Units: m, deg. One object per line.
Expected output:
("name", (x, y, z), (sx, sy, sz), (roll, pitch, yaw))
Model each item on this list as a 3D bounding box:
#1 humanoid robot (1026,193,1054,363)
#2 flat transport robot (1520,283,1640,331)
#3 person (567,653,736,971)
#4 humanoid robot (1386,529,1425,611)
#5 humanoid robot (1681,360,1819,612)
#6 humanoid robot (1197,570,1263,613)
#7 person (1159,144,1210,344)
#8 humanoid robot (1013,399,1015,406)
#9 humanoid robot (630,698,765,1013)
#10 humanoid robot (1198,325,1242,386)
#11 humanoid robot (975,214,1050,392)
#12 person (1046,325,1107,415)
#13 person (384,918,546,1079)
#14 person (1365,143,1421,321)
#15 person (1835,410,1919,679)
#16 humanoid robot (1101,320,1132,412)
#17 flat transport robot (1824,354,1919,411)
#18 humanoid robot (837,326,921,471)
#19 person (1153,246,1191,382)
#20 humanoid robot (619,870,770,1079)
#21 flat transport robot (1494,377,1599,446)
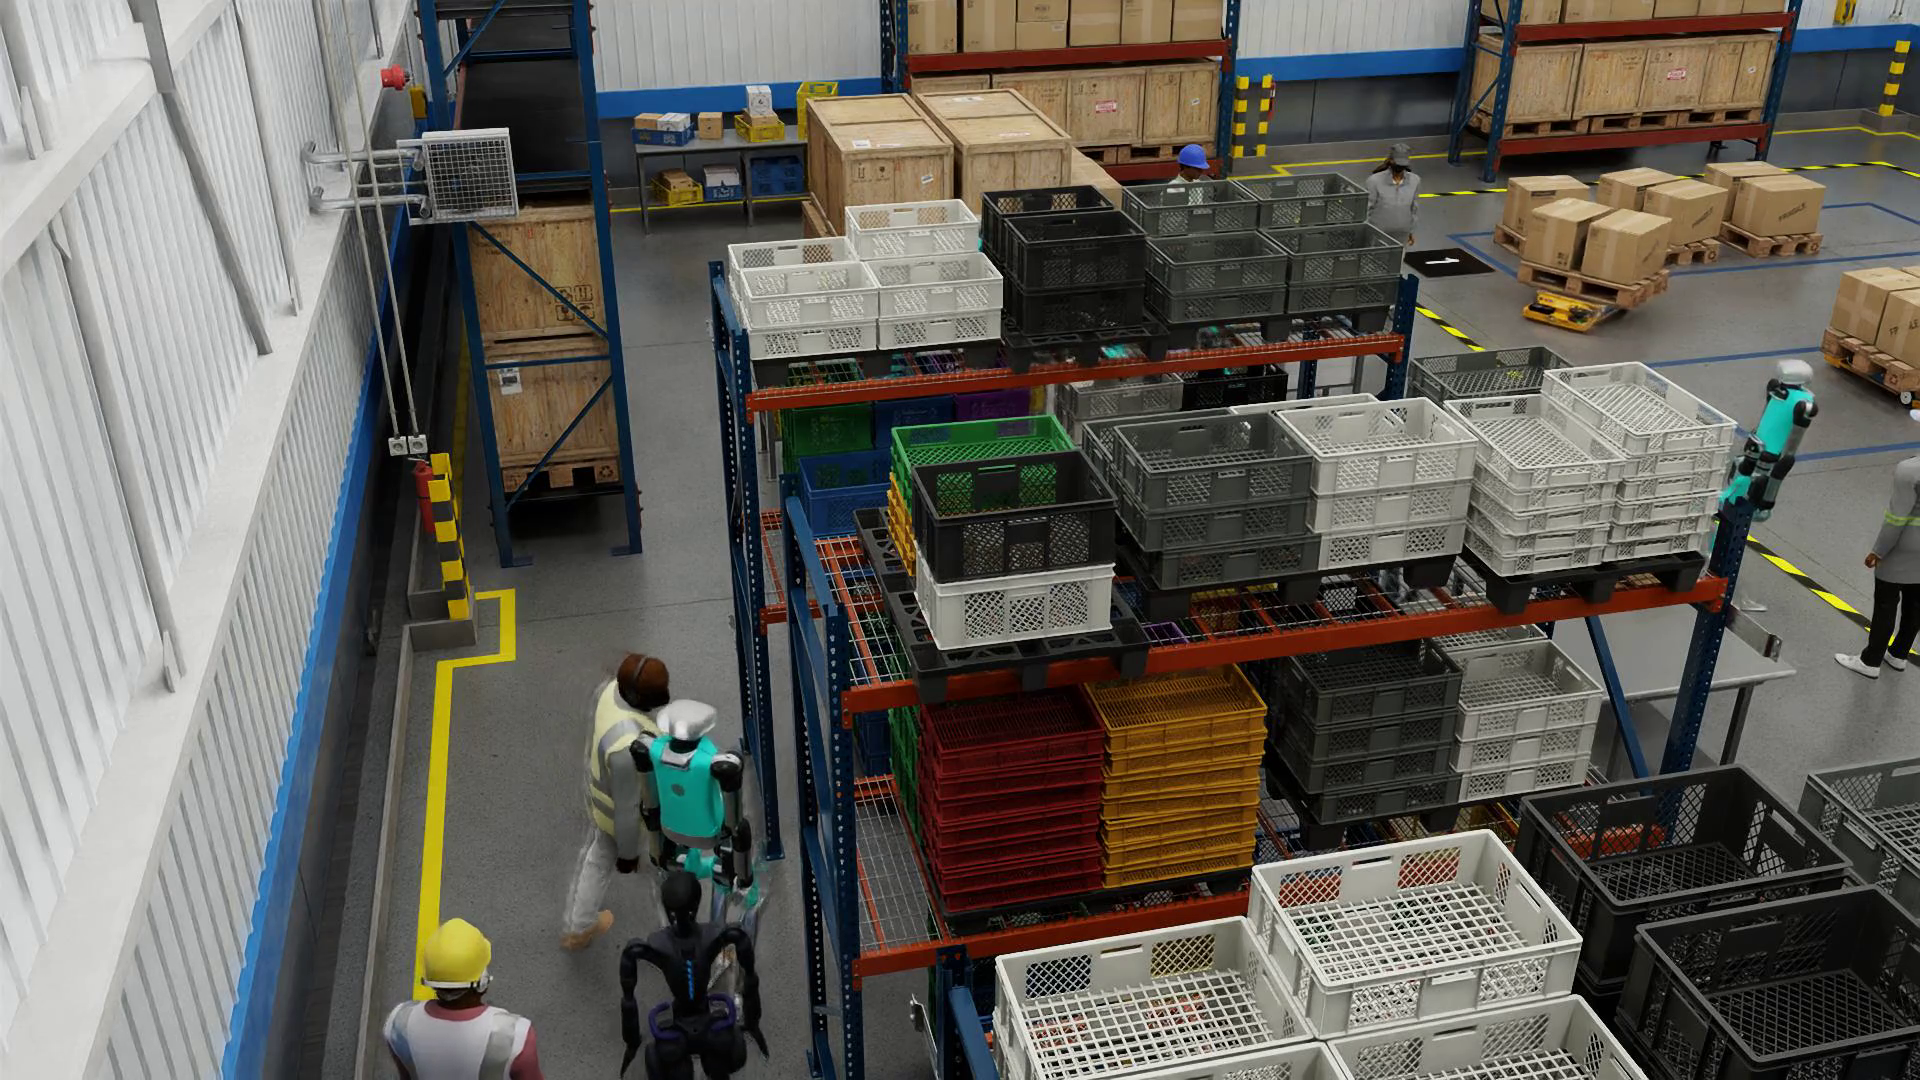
("humanoid robot", (0.666, -2.366, 15.027), (0.423, 1.648, 0.588), (-6, 28, -11))
("flat transport robot", (6.262, -2.426, 16.619), (0.652, 0.197, 1.431), (25, 37, 39))
("person", (-1.583, 1.296, 7.968), (0.810, 1.794, 0.649), (-8, 29, -15))
("humanoid robot", (2.992, -0.154, 10.875), (0.603, 1.633, 0.754), (12, 30, 21))
("humanoid robot", (5.140, -0.345, 11.135), (0.818, 1.774, 0.547), (1, 28, 2))
("humanoid robot", (1.847, -0.194, 10.918), (0.523, 1.642, 0.590), (19, 33, 32))
("person", (2.051, -2.695, 15.376), (0.412, 1.937, 0.602), (20, 34, 33))
("humanoid robot", (0.205, -0.255, 11.029), (0.369, 1.641, 0.618), (22, 35, 36))
("humanoid robot", (-1.119, 1.431, 7.785), (0.538, 1.820, 0.710), (9, 29, 17))
("humanoid robot", (2.143, -1.354, 13.084), (0.666, 1.836, 0.555), (8, 29, 15))
("humanoid robot", (0.507, -1.917, 14.152), (1.008, 1.773, 0.530), (-6, 28, -11))
("person", (0.847, -0.666, 11.580), (0.629, 1.877, 0.403), (-20, 34, -33))
("person", (-1.782, 2.191, 6.229), (0.593, 1.824, 0.403), (7, 29, 13))
("person", (4.126, -2.969, 16.073), (0.561, 1.764, 0.401), (-4, 28, -7))
("person", (5.903, 0.002, 10.344), (0.596, 1.852, 0.372), (-10, 29, -18))
("humanoid robot", (1.262, -0.756, 11.922), (0.748, 1.804, 0.547), (-10, 30, -19))
("flat transport robot", (8.473, -1.467, 14.800), (0.652, 0.197, 1.431), (-6, 28, -12))
("humanoid robot", (-0.579, -0.902, 12.188), (1.023, 1.732, 0.549), (-4, 28, -7))
("person", (1.604, -1.316, 12.660), (0.403, 2.036, 0.598), (11, 30, 19))
("humanoid robot", (-1.071, 2.045, 6.717), (0.610, 1.656, 0.733), (-8, 29, -14))
("flat transport robot", (4.780, -1.036, 14.013), (0.659, 0.231, 1.431), (-6, 28, -12))
